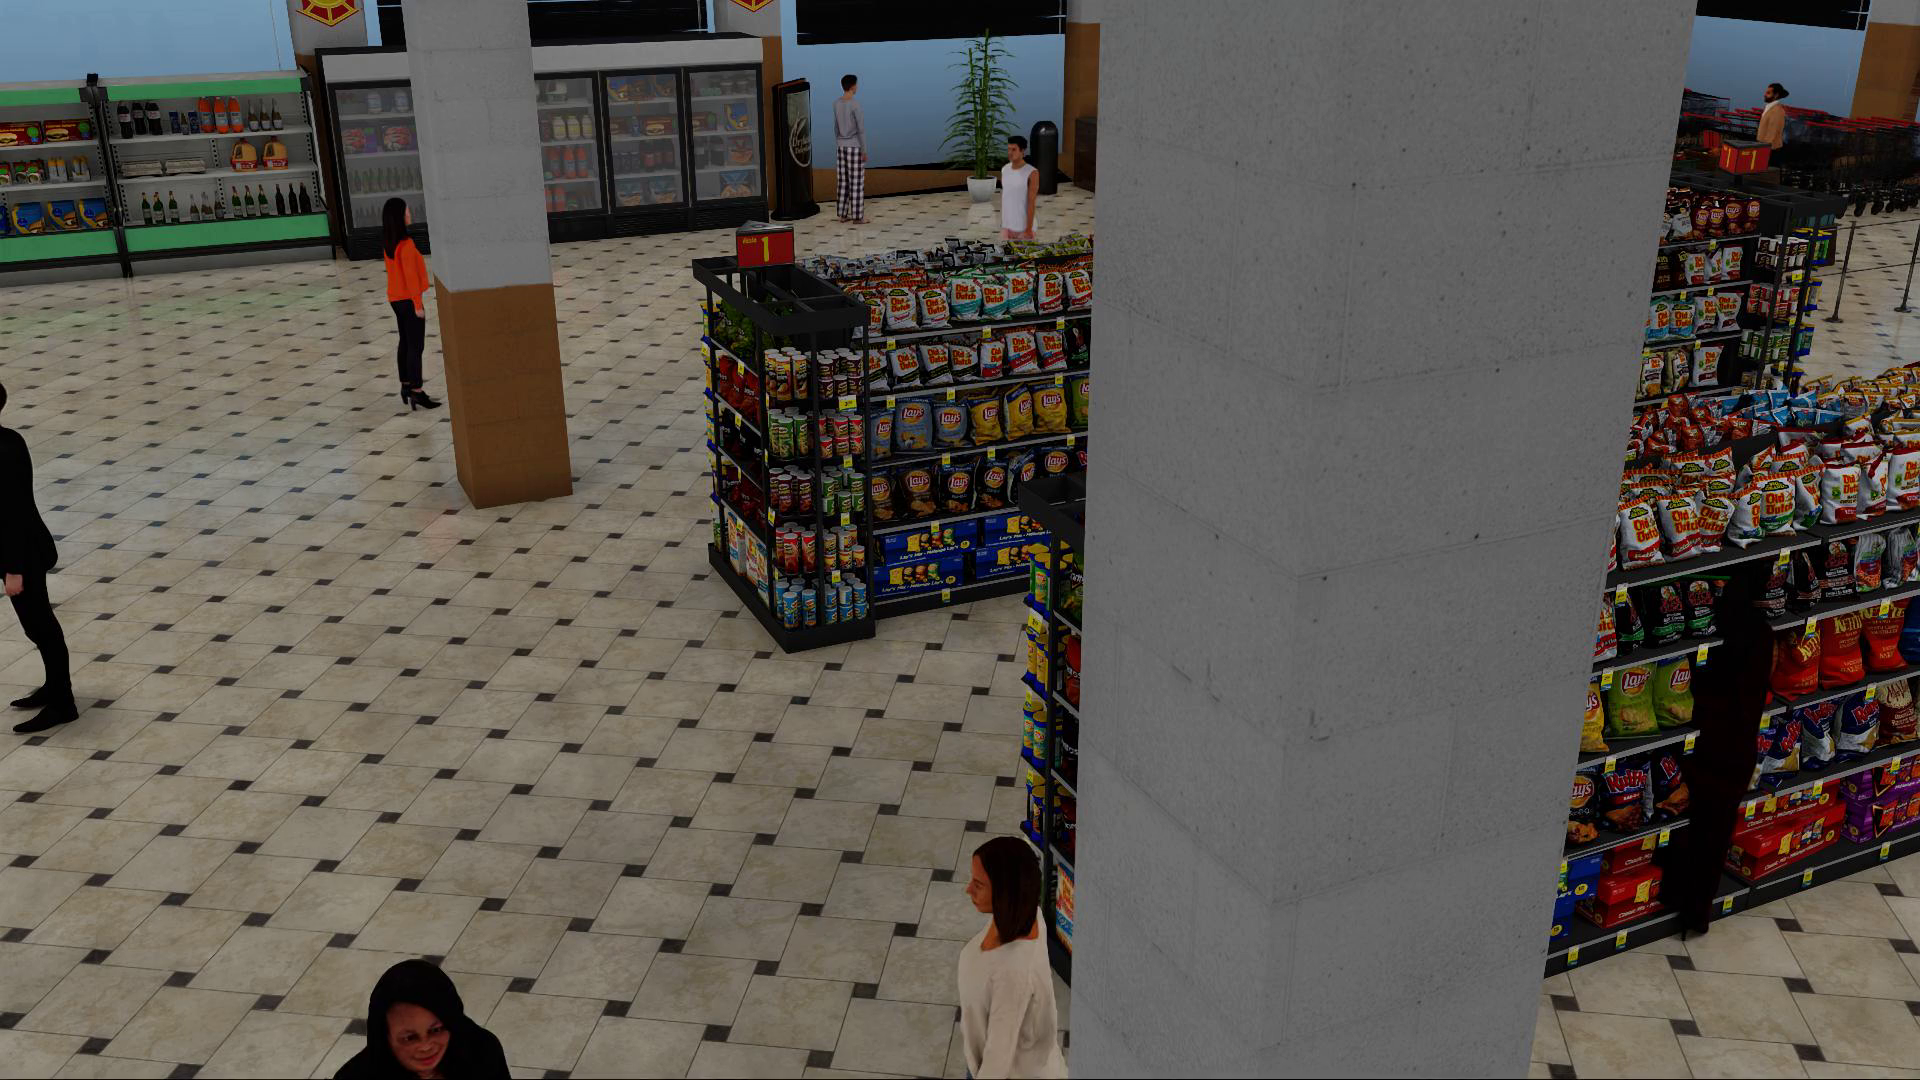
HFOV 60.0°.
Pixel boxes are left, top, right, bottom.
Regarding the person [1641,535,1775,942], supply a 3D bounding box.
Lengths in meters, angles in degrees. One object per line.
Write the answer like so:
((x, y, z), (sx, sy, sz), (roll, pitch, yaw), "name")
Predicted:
((3.011, 0.814, 6.840), (0.755, 1.757, 0.747), (19, 29, 39), "person")

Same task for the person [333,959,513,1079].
((-1.475, 1.808, 4.586), (0.931, 1.594, 0.865), (-17, 27, -36), "person")

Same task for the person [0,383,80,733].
((-4.840, 0.052, 8.555), (0.618, 1.894, 0.699), (-12, 25, -27), "person")

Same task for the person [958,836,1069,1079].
((0.229, 1.612, 4.979), (0.992, 1.664, 0.844), (0, 22, -1), "person")

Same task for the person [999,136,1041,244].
((0.663, -3.163, 16.739), (0.880, 1.758, 1.095), (20, 29, 41), "person")

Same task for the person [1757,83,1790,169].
((10.285, -4.853, 20.996), (1.151, 1.720, 1.028), (4, 22, 11), "person")

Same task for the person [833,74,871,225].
((-1.391, -4.945, 21.053), (0.700, 1.848, 0.693), (16, 27, 34), "person")

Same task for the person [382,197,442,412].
((-4.571, -1.952, 13.736), (0.602, 1.749, 0.653), (-14, 26, -32), "person")
